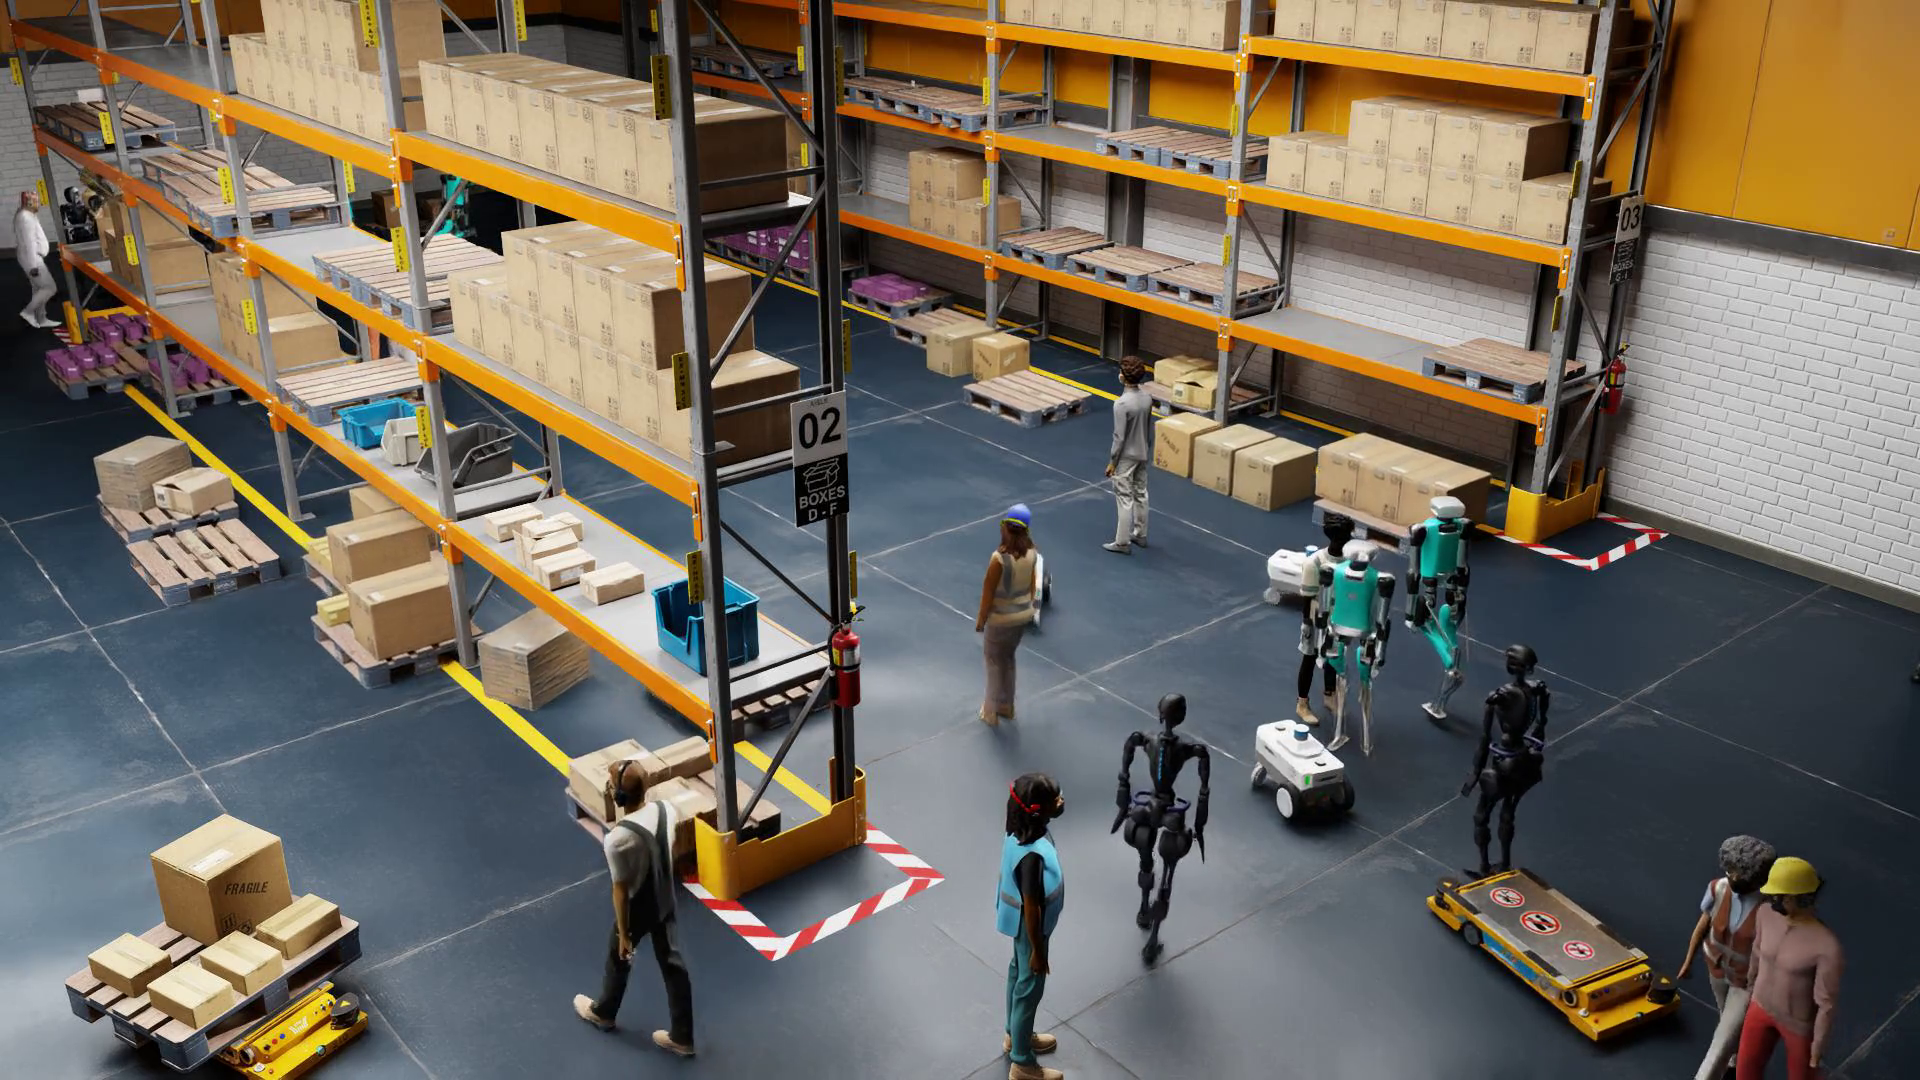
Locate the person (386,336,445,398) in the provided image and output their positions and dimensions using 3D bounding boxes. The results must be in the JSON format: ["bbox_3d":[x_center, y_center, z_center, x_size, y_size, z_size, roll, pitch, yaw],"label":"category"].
[{"bbox_3d":[-5.910,-1.858,18.119,0.567,1.720,0.558,-16,28,-33],"label":"person"}]

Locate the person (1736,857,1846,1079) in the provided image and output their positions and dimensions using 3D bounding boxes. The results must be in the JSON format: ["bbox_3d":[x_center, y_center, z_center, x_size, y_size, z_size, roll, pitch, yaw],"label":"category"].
[{"bbox_3d":[4.180,2.360,8.346,0.789,1.716,0.555,-11,26,-24],"label":"person"}]

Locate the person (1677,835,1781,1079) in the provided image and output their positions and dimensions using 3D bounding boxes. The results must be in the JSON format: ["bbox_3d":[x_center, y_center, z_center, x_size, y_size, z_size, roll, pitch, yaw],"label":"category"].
[{"bbox_3d":[3.997,2.270,8.638,0.883,1.630,0.465,-15,27,-31],"label":"person"}]

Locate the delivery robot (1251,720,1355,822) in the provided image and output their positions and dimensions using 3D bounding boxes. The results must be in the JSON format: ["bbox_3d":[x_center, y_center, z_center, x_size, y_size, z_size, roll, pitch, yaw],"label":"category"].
[{"bbox_3d":[2.364,1.578,11.618,0.521,0.587,0.746,-9,25,-19],"label":"delivery robot"}]

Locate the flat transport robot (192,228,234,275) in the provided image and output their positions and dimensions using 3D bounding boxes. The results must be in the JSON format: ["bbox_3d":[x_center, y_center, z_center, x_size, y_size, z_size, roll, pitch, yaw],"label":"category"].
[{"bbox_3d":[-10.564,-3.880,24.629,1.431,0.231,0.659,-10,25,-22],"label":"flat transport robot"}]

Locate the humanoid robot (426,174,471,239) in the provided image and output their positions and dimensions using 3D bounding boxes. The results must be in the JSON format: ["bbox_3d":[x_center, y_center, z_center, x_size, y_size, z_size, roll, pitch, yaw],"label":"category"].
[{"bbox_3d":[-7.557,-4.669,24.601,0.557,1.732,1.060,11,26,24],"label":"humanoid robot"}]

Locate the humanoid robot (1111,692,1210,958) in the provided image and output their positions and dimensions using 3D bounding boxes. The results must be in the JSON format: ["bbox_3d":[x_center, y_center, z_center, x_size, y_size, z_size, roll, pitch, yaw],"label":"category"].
[{"bbox_3d":[1.189,1.689,9.963,0.592,1.634,0.494,9,25,19],"label":"humanoid robot"}]

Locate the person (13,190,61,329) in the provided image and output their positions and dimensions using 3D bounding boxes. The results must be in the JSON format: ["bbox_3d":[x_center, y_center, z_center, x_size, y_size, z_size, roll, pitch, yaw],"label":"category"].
[{"bbox_3d":[-12.435,-3.739,22.289,0.516,1.873,0.677,-14,27,-29],"label":"person"}]

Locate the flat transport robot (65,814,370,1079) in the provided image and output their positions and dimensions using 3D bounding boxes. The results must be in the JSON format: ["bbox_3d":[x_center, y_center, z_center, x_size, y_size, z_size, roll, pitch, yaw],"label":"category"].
[{"bbox_3d":[-4.131,2.652,9.503,1.431,0.231,0.659,13,27,28],"label":"flat transport robot"}]

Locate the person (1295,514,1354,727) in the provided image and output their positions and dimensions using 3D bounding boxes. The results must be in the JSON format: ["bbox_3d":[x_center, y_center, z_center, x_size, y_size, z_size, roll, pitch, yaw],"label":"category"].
[{"bbox_3d":[2.772,0.586,12.487,0.533,1.693,0.320,-10,25,-21],"label":"person"}]

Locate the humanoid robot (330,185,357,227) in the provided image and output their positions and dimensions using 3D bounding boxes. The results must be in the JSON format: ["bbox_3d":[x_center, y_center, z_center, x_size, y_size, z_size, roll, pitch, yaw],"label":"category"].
[{"bbox_3d":[-8.367,-4.164,23.520,0.840,1.862,0.563,0,23,-1],"label":"humanoid robot"}]

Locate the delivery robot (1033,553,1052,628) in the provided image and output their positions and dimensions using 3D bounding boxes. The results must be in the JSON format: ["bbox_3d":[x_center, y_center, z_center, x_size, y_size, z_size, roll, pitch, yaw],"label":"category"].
[{"bbox_3d":[0.543,0.384,14.397,0.499,0.596,0.787,1,23,3],"label":"delivery robot"}]

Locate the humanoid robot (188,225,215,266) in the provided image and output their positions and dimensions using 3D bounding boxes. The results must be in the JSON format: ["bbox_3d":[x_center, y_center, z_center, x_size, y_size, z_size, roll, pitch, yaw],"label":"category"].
[{"bbox_3d":[-10.866,-4.275,23.772,0.326,1.647,0.593,0,23,1],"label":"humanoid robot"}]

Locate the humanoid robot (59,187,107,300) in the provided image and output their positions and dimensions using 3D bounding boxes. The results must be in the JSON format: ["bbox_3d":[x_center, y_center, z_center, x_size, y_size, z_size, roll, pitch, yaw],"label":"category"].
[{"bbox_3d":[-12.468,-4.212,23.642,0.586,1.641,0.566,3,24,8],"label":"humanoid robot"}]

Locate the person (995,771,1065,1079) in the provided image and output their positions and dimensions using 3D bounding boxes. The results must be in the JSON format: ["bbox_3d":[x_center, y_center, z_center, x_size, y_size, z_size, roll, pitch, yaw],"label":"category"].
[{"bbox_3d":[0.374,2.057,8.866,0.375,1.865,0.540,-1,23,-2],"label":"person"}]

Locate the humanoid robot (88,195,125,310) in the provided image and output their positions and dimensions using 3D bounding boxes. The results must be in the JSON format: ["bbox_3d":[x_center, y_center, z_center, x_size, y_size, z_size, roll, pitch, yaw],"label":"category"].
[{"bbox_3d":[-11.797,-3.935,22.986,0.376,1.653,0.589,-16,28,-33],"label":"humanoid robot"}]

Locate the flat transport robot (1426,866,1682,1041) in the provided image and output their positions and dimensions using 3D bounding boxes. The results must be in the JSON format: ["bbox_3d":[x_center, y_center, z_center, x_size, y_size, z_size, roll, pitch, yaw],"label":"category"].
[{"bbox_3d":[3.544,2.434,10.007,0.659,0.231,1.431,-11,26,-24],"label":"flat transport robot"}]

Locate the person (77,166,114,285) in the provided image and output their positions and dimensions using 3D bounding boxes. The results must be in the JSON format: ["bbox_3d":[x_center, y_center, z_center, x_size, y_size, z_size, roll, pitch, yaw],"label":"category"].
[{"bbox_3d":[-12.369,-4.520,24.147,0.909,1.835,0.587,5,24,10],"label":"person"}]

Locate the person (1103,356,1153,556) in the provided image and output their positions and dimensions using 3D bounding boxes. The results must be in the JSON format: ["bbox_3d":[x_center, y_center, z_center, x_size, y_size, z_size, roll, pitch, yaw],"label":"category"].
[{"bbox_3d":[1.586,-0.777,15.390,0.538,1.897,0.383,-20,31,-39],"label":"person"}]

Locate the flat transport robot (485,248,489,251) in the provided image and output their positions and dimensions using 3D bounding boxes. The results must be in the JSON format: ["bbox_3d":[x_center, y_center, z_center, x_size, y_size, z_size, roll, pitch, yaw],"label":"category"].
[{"bbox_3d":[-6.978,-3.079,22.774,1.431,0.231,0.659,4,24,10],"label":"flat transport robot"}]

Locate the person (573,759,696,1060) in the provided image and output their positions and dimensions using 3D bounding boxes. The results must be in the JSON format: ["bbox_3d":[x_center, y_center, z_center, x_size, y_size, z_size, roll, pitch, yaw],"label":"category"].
[{"bbox_3d":[-1.819,1.977,9.113,0.892,1.811,0.545,16,28,32],"label":"person"}]

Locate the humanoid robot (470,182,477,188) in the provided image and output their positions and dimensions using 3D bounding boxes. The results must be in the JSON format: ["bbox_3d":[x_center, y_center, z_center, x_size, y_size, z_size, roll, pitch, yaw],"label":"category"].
[{"bbox_3d":[-8.369,-5.937,27.662,0.772,1.869,0.541,9,25,20],"label":"humanoid robot"}]

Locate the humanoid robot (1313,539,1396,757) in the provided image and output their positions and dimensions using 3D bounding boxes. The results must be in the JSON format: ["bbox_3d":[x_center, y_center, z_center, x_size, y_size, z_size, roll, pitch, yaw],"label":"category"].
[{"bbox_3d":[2.858,0.768,12.050,0.541,1.811,0.698,10,25,22],"label":"humanoid robot"}]

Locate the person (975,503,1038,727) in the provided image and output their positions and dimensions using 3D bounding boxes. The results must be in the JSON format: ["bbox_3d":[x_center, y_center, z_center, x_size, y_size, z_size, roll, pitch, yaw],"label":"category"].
[{"bbox_3d":[0.356,0.566,12.466,0.505,1.734,0.378,-19,30,-38],"label":"person"}]

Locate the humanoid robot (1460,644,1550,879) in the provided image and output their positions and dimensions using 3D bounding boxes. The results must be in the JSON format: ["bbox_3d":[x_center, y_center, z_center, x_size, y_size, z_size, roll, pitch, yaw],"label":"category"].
[{"bbox_3d":[3.477,1.429,10.557,0.608,1.648,0.304,-12,26,-25],"label":"humanoid robot"}]

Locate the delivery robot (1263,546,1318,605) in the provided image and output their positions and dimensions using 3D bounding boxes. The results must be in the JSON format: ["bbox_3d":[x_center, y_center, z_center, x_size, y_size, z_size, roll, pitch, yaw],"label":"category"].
[{"bbox_3d":[3.059,0.351,14.480,0.806,0.602,0.499,14,27,30],"label":"delivery robot"}]

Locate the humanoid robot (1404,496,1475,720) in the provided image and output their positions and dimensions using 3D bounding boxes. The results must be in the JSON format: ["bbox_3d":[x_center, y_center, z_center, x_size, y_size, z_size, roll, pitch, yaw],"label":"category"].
[{"bbox_3d":[3.654,0.636,12.386,0.545,1.838,0.759,-8,25,-18],"label":"humanoid robot"}]

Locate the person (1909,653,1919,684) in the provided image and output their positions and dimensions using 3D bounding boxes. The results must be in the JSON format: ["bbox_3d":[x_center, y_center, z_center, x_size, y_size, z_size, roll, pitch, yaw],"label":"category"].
[{"bbox_3d":[7.815,0.263,12.950,0.548,1.927,0.390,14,27,29],"label":"person"}]

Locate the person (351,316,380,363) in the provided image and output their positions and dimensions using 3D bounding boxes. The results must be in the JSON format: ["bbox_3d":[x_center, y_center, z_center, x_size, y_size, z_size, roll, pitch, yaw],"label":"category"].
[{"bbox_3d":[-7.174,-2.724,20.076,0.502,1.759,0.328,15,27,31],"label":"person"}]
